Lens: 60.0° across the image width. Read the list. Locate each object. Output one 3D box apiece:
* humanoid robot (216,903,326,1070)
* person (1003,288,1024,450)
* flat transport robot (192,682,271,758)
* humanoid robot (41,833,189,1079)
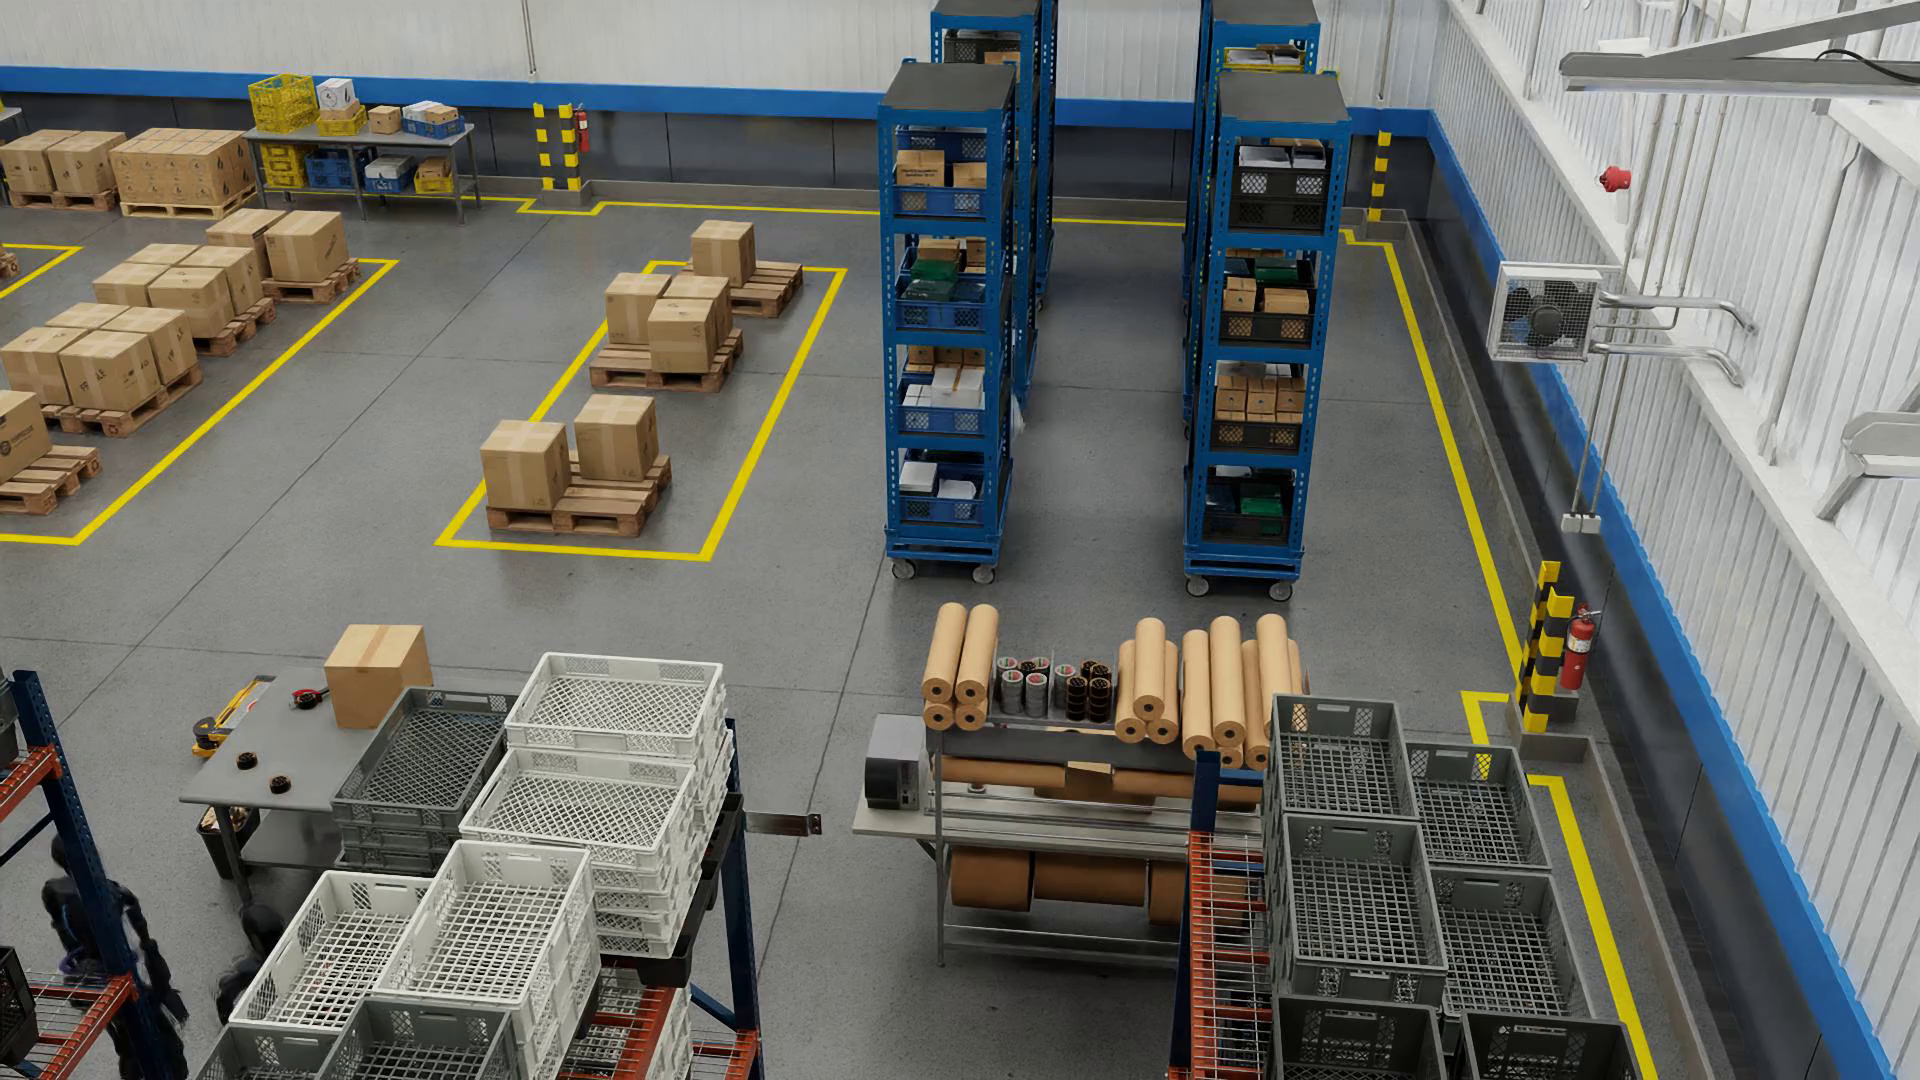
[{"bbox_3d":[-2.931,2.271,7.379,0.565,1.643,0.549,-22,37,-33],"label":"humanoid robot"},{"bbox_3d":[0.258,-1.197,13.148,0.446,1.862,0.601,19,35,29],"label":"person"},{"bbox_3d":[-4.089,1.163,10.648,1.431,0.197,0.652,3,30,6],"label":"flat transport robot"},{"bbox_3d":[-3.938,2.054,7.767,0.657,1.632,0.434,8,31,13],"label":"humanoid robot"}]
